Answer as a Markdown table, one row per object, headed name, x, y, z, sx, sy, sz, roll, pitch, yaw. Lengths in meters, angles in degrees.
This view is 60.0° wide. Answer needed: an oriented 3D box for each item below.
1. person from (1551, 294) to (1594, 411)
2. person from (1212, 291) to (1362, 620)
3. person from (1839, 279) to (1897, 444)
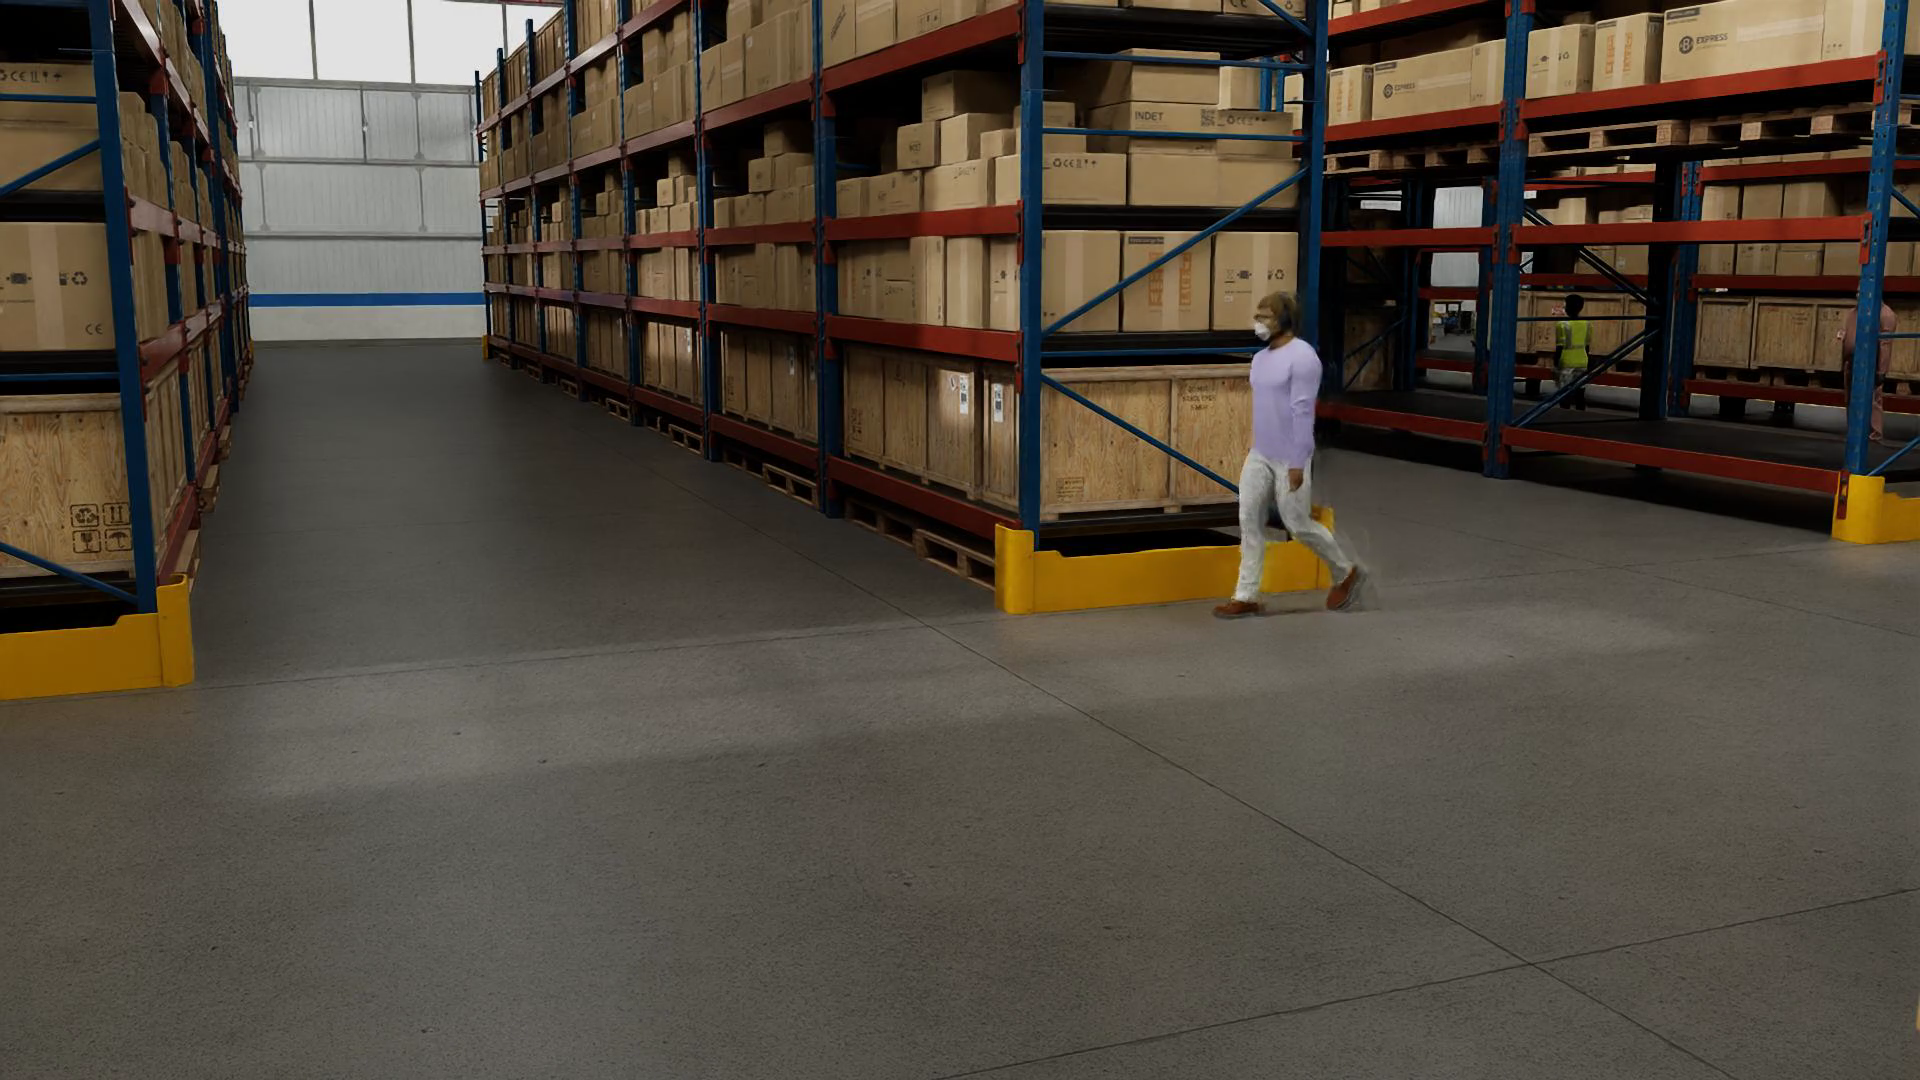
| name | x | y | z | sx | sy | sz | roll | pitch | yaw |
| --- | --- | --- | --- | --- | --- | --- | --- | --- | --- |
| person | 7.306 | -2.085 | 19.890 | 0.532 | 1.697 | 0.319 | -4 | 10 | -22 |
| person | 1.933 | -0.486 | 9.675 | 0.875 | 1.917 | 0.631 | -4 | 10 | -24 |
| person | 9.750 | -1.861 | 17.965 | 0.394 | 1.899 | 0.641 | -3 | 10 | -15 |
